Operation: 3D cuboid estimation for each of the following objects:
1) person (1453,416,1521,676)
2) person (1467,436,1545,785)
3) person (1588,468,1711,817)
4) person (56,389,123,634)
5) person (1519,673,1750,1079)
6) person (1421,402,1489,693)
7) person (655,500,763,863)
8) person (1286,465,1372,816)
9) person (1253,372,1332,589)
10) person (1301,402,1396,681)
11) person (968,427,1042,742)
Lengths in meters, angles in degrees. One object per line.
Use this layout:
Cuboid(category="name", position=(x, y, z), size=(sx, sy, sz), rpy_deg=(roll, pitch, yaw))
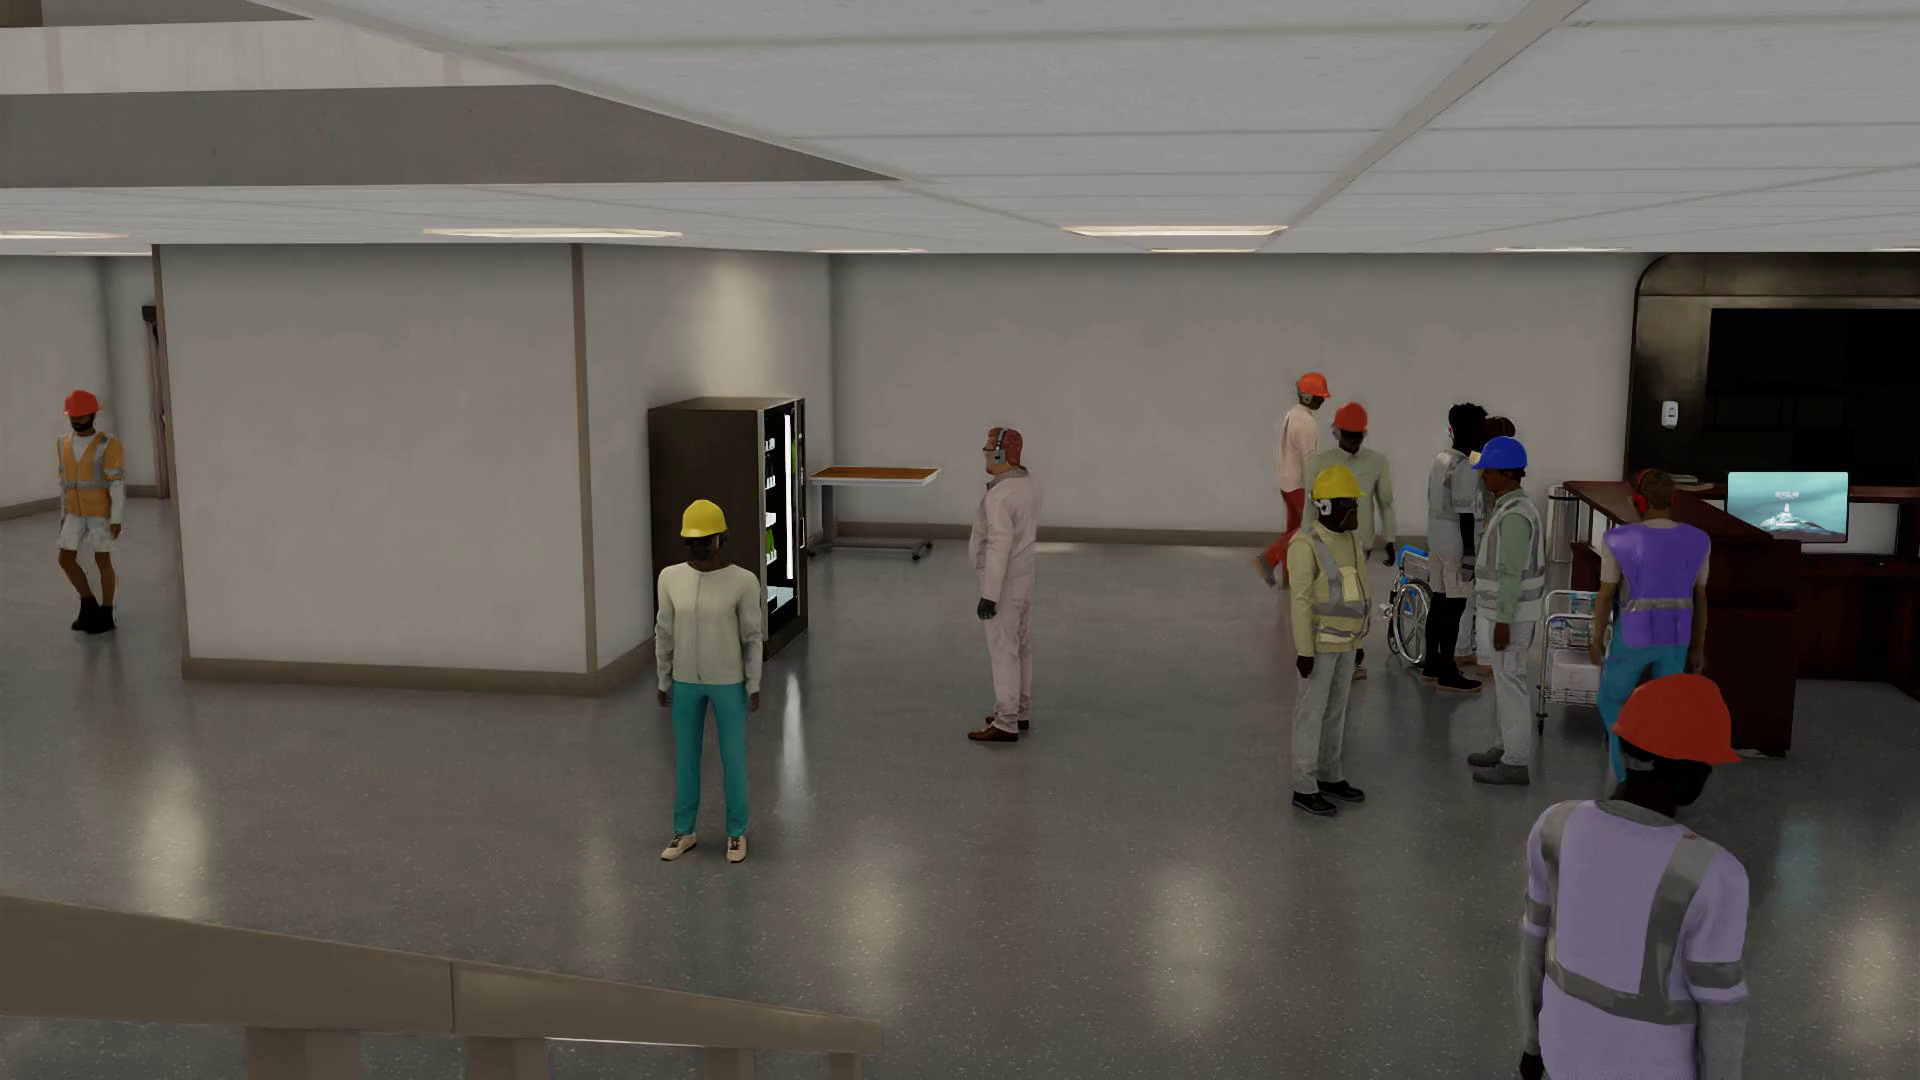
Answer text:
Cuboid(category="person", position=(3.721, 0.042, 11.734), size=(0.429, 1.835, 0.628), rpy_deg=(-3, 10, -20))
Cuboid(category="person", position=(3.034, 0.387, 9.290), size=(0.420, 1.938, 0.601), rpy_deg=(2, 9, 13))
Cuboid(category="person", position=(3.604, 0.541, 8.676), size=(0.600, 1.827, 0.452), rpy_deg=(0, 9, 1))
Cuboid(category="person", position=(-6.810, -0.213, 12.993), size=(0.582, 1.925, 0.437), rpy_deg=(1, 9, 8))
Cuboid(category="person", position=(1.549, 1.258, 3.959), size=(0.552, 1.918, 0.574), rpy_deg=(-6, 11, -35))
Cuboid(category="person", position=(3.372, 0.042, 11.312), size=(0.362, 1.963, 0.613), rpy_deg=(-1, 9, -4))
Cuboid(category="person", position=(-1.209, 0.680, 7.992), size=(0.524, 1.769, 0.325), rpy_deg=(1, 9, 9))
Cuboid(category="person", position=(1.960, 0.517, 8.784), size=(0.403, 1.837, 0.590), rpy_deg=(8, 12, 42))
Cuboid(category="person", position=(2.934, -0.498, 14.635), size=(0.598, 1.965, 0.682), rpy_deg=(-1, 9, -5))
Cuboid(category="person", position=(2.748, -0.016, 11.814), size=(0.602, 1.937, 1.089), rpy_deg=(-1, 9, -8))
Cuboid(category="person", position=(0.256, 0.267, 10.108), size=(0.410, 1.909, 0.643), rpy_deg=(3, 10, 19))
